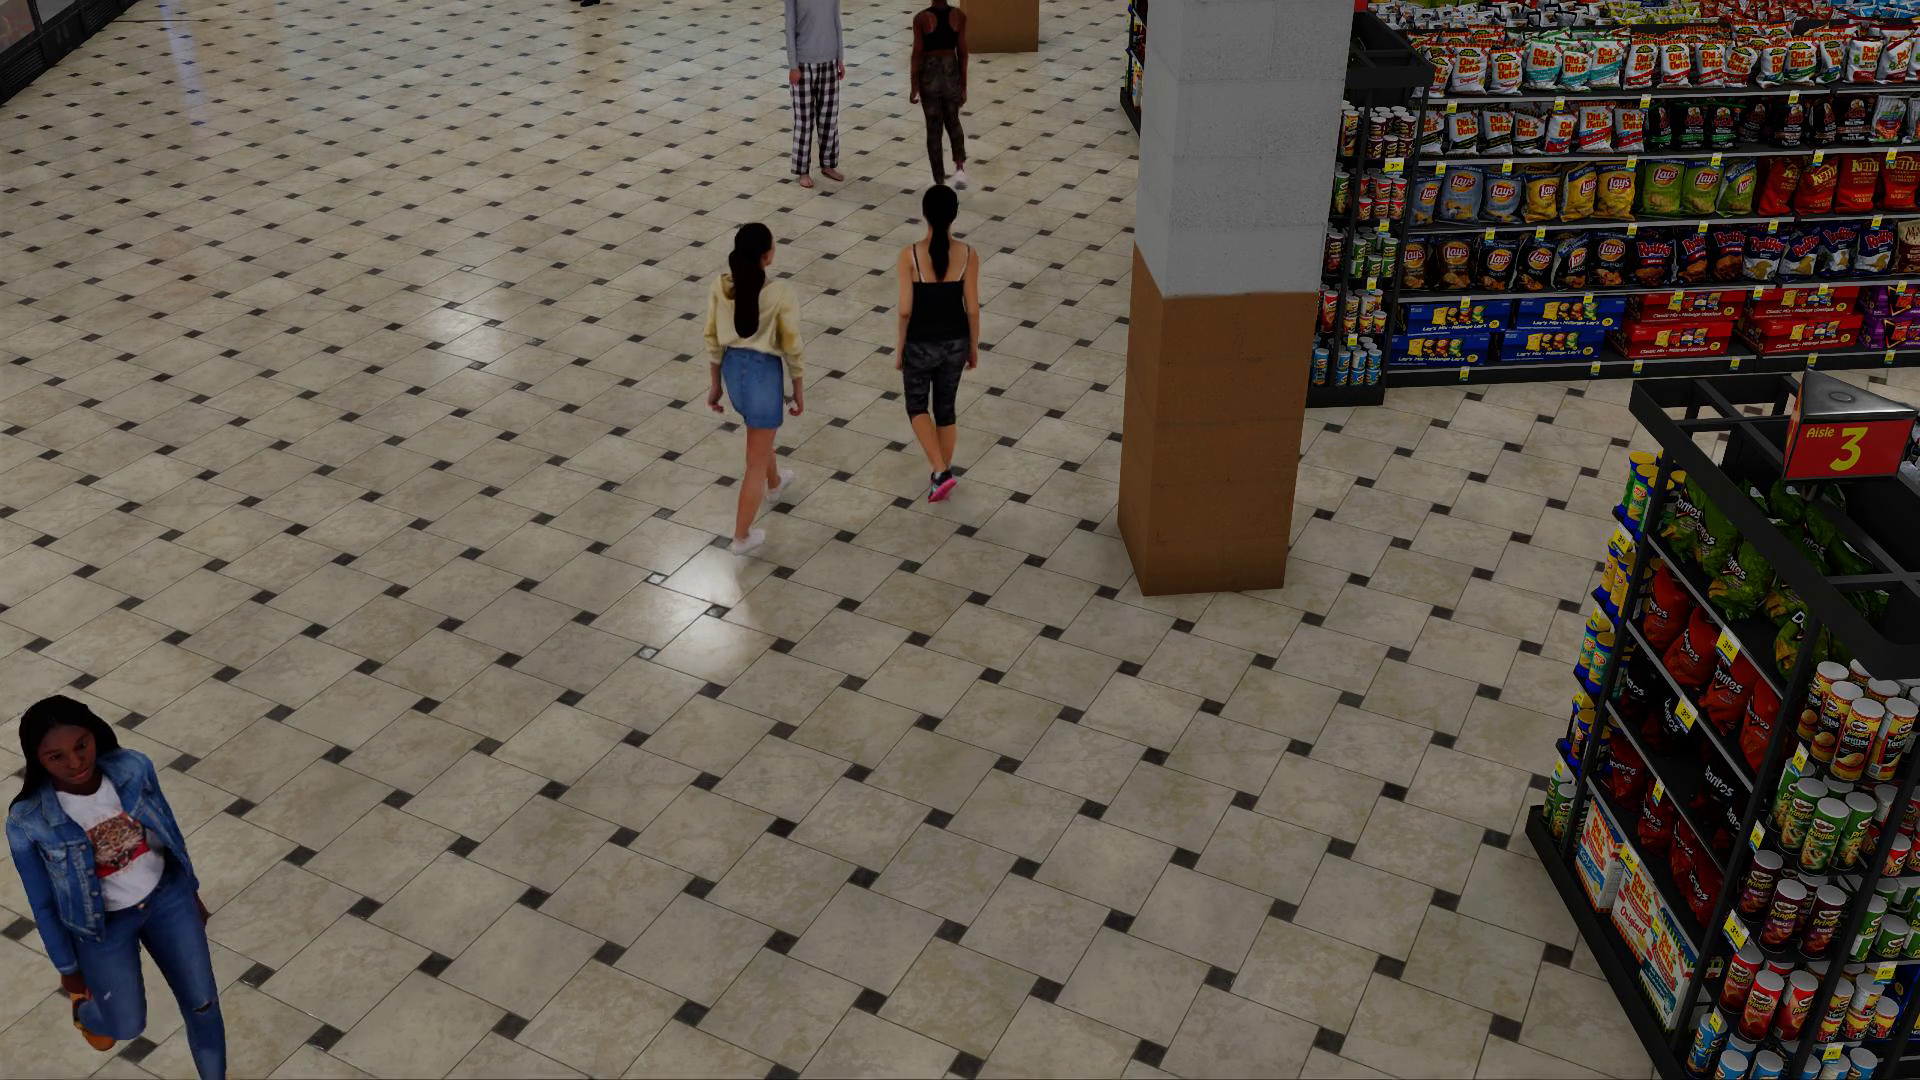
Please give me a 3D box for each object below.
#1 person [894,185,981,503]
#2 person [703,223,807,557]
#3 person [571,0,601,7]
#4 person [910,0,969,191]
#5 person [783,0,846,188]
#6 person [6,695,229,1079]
[{"bbox_3d":[-0.104,-0.906,8.308,0.753,1.715,0.698,-7,33,-11],"label":"person"},{"bbox_3d":[-1.028,-0.701,8.104,1.110,1.583,0.987,10,33,16],"label":"person"},{"bbox_3d":[-3.950,-6.436,17.169,0.721,1.744,0.727,-19,36,-27],"label":"person"},{"bbox_3d":[-0.129,-3.299,12.184,0.698,1.683,0.711,-8,33,-13],"label":"person"},{"bbox_3d":[-1.105,-3.620,12.546,0.621,1.847,0.759,-17,36,-26],"label":"person"},{"bbox_3d":[-2.562,1.145,5.035,1.094,1.690,0.991,20,37,29],"label":"person"}]
